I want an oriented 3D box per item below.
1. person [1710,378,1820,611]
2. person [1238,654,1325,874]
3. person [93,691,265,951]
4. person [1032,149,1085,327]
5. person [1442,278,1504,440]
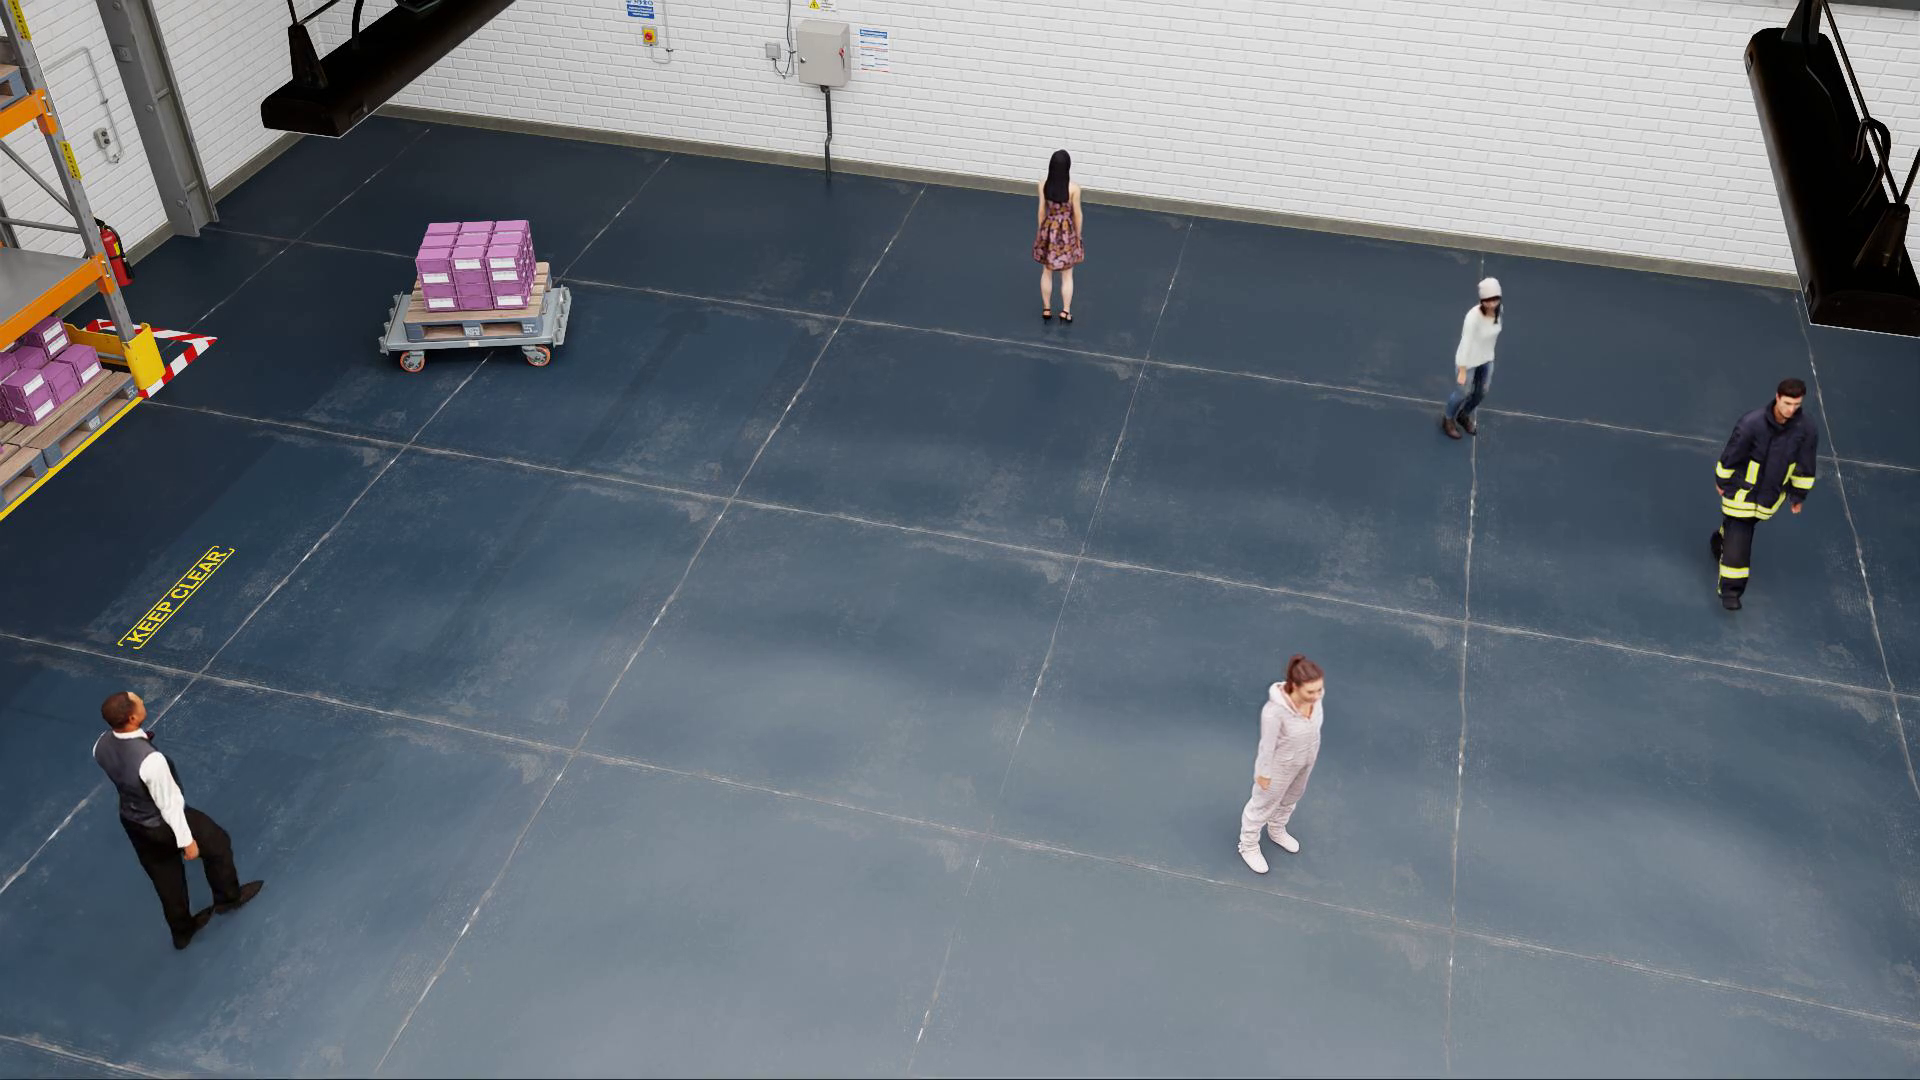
[{"bbox_3d":[5.972,-0.457,12.481,0.906,1.869,1.237,4,39,5],"label":"person"},{"bbox_3d":[2.021,1.352,10.361,0.710,1.689,0.789,-24,44,-27],"label":"person"},{"bbox_3d":[-4.756,1.708,9.749,0.783,1.896,0.892,15,41,18],"label":"person"},{"bbox_3d":[0.923,-2.814,15.510,0.664,1.774,0.666,12,40,14],"label":"person"},{"bbox_3d":[4.320,-1.545,14.049,0.731,1.612,0.788,-28,46,-30],"label":"person"}]
